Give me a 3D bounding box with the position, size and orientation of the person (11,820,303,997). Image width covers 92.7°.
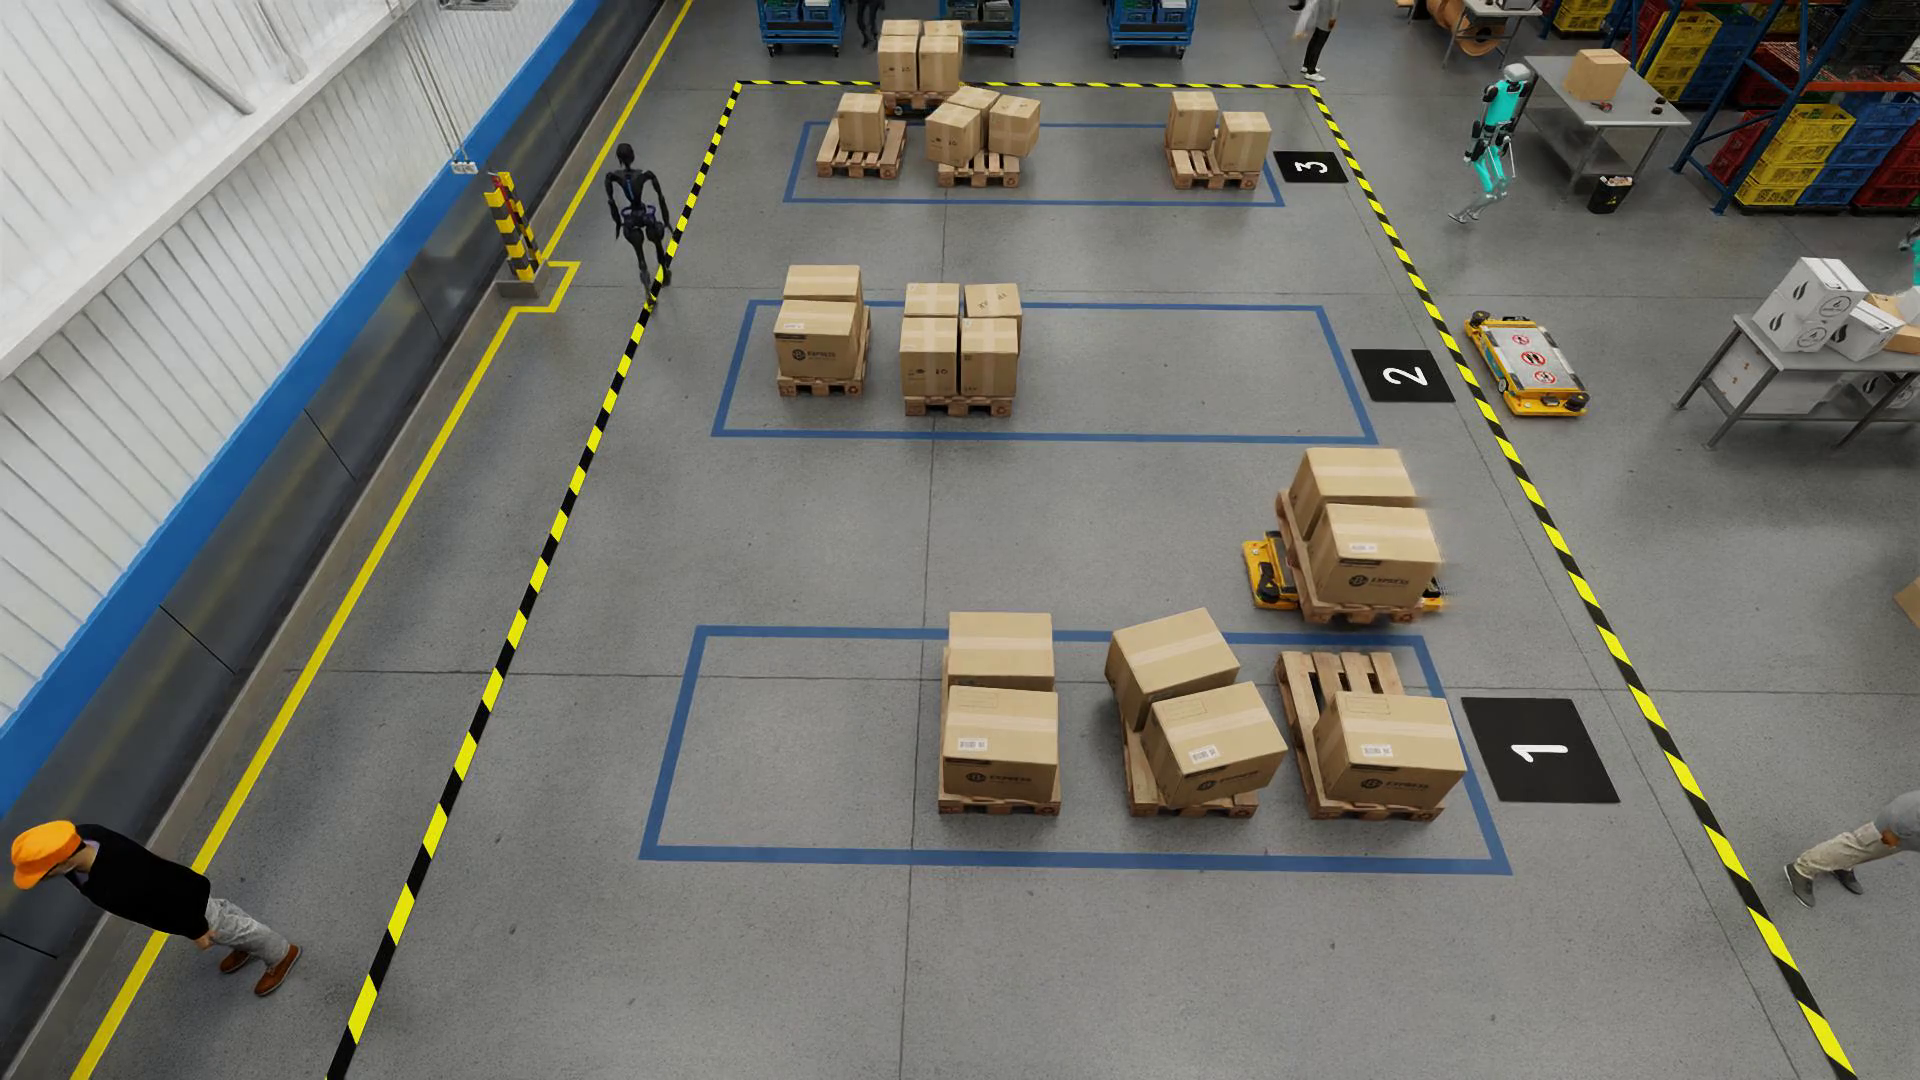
[{"bbox_3d":[-4.146,1.926,4.802,0.584,1.879,0.381,22,53,18],"label":"person"}]

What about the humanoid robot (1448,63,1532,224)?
[{"bbox_3d":[5.997,-4.315,10.205,0.533,1.681,0.735,-12,50,-10],"label":"humanoid robot"}]

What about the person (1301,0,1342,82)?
[{"bbox_3d":[5.275,-7.540,13.012,0.386,1.850,0.597,2,49,2],"label":"person"}]

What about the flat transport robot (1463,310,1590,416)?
[{"bbox_3d":[5.573,-1.757,9.054,0.659,0.231,1.431,1,49,1],"label":"flat transport robot"}]

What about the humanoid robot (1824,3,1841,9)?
[{"bbox_3d":[13.764,-8.656,14.082,0.889,1.825,0.546,-30,55,-23],"label":"humanoid robot"}]

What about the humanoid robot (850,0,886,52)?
[{"bbox_3d":[-1.371,-8.204,13.714,0.602,1.650,0.334,19,52,16],"label":"humanoid robot"}]

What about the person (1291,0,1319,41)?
[{"bbox_3d":[5.616,-8.700,14.051,0.932,1.787,0.675,-24,53,-19],"label":"person"}]

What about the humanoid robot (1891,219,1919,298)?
[{"bbox_3d":[9.884,-2.892,9.090,0.985,1.774,0.531,10,50,8],"label":"humanoid robot"}]

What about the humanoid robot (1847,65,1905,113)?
[{"bbox_3d":[11.466,-5.761,11.592,0.411,1.636,0.600,4,49,3],"label":"humanoid robot"}]

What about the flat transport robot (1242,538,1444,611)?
[{"bbox_3d":[3.042,0.238,7.309,1.431,0.197,0.652,1,49,1],"label":"flat transport robot"}]

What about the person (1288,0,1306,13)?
[{"bbox_3d":[5.737,-9.564,14.689,0.368,1.966,0.600,37,58,28],"label":"person"}]

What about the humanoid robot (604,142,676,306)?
[{"bbox_3d":[-3.279,-3.236,9.438,0.608,1.654,0.741,-7,49,-6],"label":"humanoid robot"}]

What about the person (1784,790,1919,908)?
[{"bbox_3d":[5.469,1.589,5.167,0.571,1.763,0.403,-9,50,-7],"label":"person"}]

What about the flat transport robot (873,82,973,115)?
[{"bbox_3d":[-0.531,-6.236,12.913,1.431,0.197,0.652,1,49,1],"label":"flat transport robot"}]

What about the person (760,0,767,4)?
[{"bbox_3d":[-3.292,-9.861,14.975,0.370,1.932,0.620,-1,49,-1],"label":"person"}]
